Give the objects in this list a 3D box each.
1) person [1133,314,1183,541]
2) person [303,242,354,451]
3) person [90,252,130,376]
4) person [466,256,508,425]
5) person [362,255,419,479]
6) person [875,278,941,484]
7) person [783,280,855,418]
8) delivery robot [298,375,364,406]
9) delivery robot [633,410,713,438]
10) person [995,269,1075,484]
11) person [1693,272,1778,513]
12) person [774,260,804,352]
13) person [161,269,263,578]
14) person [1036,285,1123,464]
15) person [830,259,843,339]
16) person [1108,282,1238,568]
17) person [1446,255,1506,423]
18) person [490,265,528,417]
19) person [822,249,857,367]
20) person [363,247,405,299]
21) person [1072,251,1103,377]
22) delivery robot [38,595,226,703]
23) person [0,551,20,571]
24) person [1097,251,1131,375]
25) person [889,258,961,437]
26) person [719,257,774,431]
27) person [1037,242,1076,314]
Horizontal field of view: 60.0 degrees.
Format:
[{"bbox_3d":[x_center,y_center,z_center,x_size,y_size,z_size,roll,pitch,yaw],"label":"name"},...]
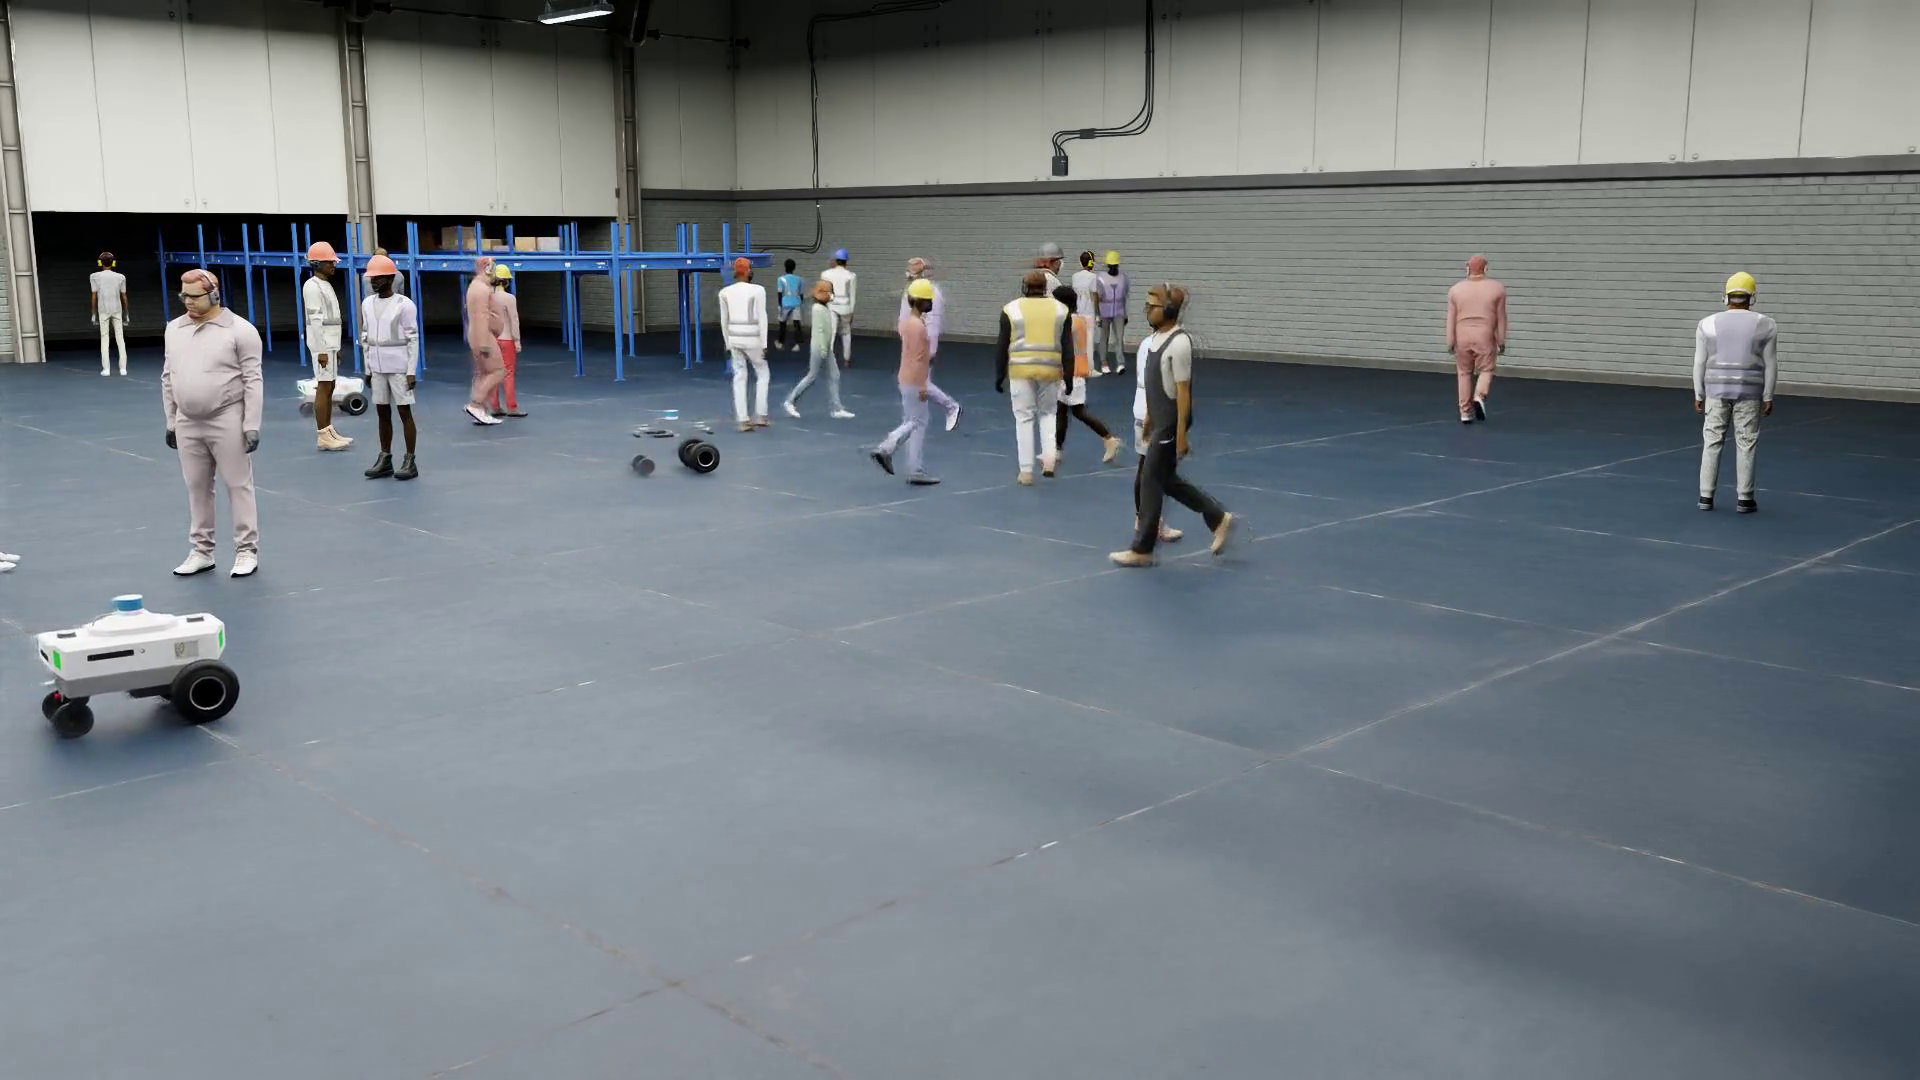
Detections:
[{"bbox_3d":[1.385,-0.857,11.642,0.321,1.695,0.529,-2,11,-10],"label":"person"},{"bbox_3d":[-6.284,-1.926,16.525,0.372,2.044,0.608,-2,11,-10],"label":"person"},{"bbox_3d":[-12.907,-3.432,25.251,0.517,1.863,0.324,-7,12,-33],"label":"person"},{"bbox_3d":[-5.279,-2.213,18.539,0.427,1.878,0.682,-4,11,-21],"label":"person"},{"bbox_3d":[-4.980,-1.504,14.506,0.547,1.939,0.376,4,11,20],"label":"person"},{"bbox_3d":[-0.415,-1.338,14.122,0.473,1.752,0.520,-2,11,-8],"label":"person"},{"bbox_3d":[-1.666,-2.213,19.306,0.806,1.599,0.510,2,11,11],"label":"person"},{"bbox_3d":[-7.473,-1.798,19.748,0.707,0.478,0.477,-6,12,-30],"label":"delivery robot"},{"bbox_3d":[-2.592,-1.058,15.004,0.698,0.223,0.335,-5,11,-23],"label":"delivery robot"},{"bbox_3d":[0.636,-1.403,14.270,0.663,1.821,0.468,-2,11,-10],"label":"person"},{"bbox_3d":[5.958,-1.138,12.800,0.589,1.834,0.404,6,12,30],"label":"person"},{"bbox_3d":[-3.113,-4.259,30.276,0.554,1.651,0.856,-5,12,-27],"label":"person"},{"bbox_3d":[-4.658,-0.720,10.342,0.639,1.902,0.406,1,10,7],"label":"person"},{"bbox_3d":[1.121,-1.522,15.387,0.803,1.663,0.536,3,11,18],"label":"person"},{"bbox_3d":[-2.460,-4.762,33.096,0.520,1.636,0.312,0,10,0],"label":"person"},{"bbox_3d":[1.390,-0.739,10.669,0.801,1.827,0.519,-1,10,-4],"label":"person"},{"bbox_3d":[5.780,-2.245,18.667,0.667,1.891,0.495,5,11,24],"label":"person"},{"bbox_3d":[-5.348,-2.330,19.478,0.523,1.769,0.324,6,12,31],"label":"person"},{"bbox_3d":[-1.952,-3.710,26.648,0.596,1.911,0.964,1,10,6],"label":"person"},{"bbox_3d":[-8.053,-3.110,23.265,0.372,1.940,0.632,7,13,35],"label":"person"},{"bbox_3d":[1.911,-3.396,25.011,0.512,1.872,0.328,10,14,42],"label":"person"},{"bbox_3d":[-3.624,0.484,7.290,0.707,0.478,0.477,-8,13,-37],"label":"delivery robot"},{"bbox_3d":[-6.216,-0.630,10.573,0.283,1.634,0.498,-4,11,-21],"label":"person"},{"bbox_3d":[2.318,-3.439,25.256,0.588,1.858,1.019,-1,10,-7],"label":"person"},{"bbox_3d":[-0.372,-2.019,17.491,0.647,1.885,0.676,-6,12,-29],"label":"person"},{"bbox_3d":[-2.311,-2.136,18.147,0.599,1.862,0.634,4,11,20],"label":"person"},{"bbox_3d":[1.101,-2.487,19.704,0.541,2.000,0.691,-1,10,-4],"label":"person"}]
